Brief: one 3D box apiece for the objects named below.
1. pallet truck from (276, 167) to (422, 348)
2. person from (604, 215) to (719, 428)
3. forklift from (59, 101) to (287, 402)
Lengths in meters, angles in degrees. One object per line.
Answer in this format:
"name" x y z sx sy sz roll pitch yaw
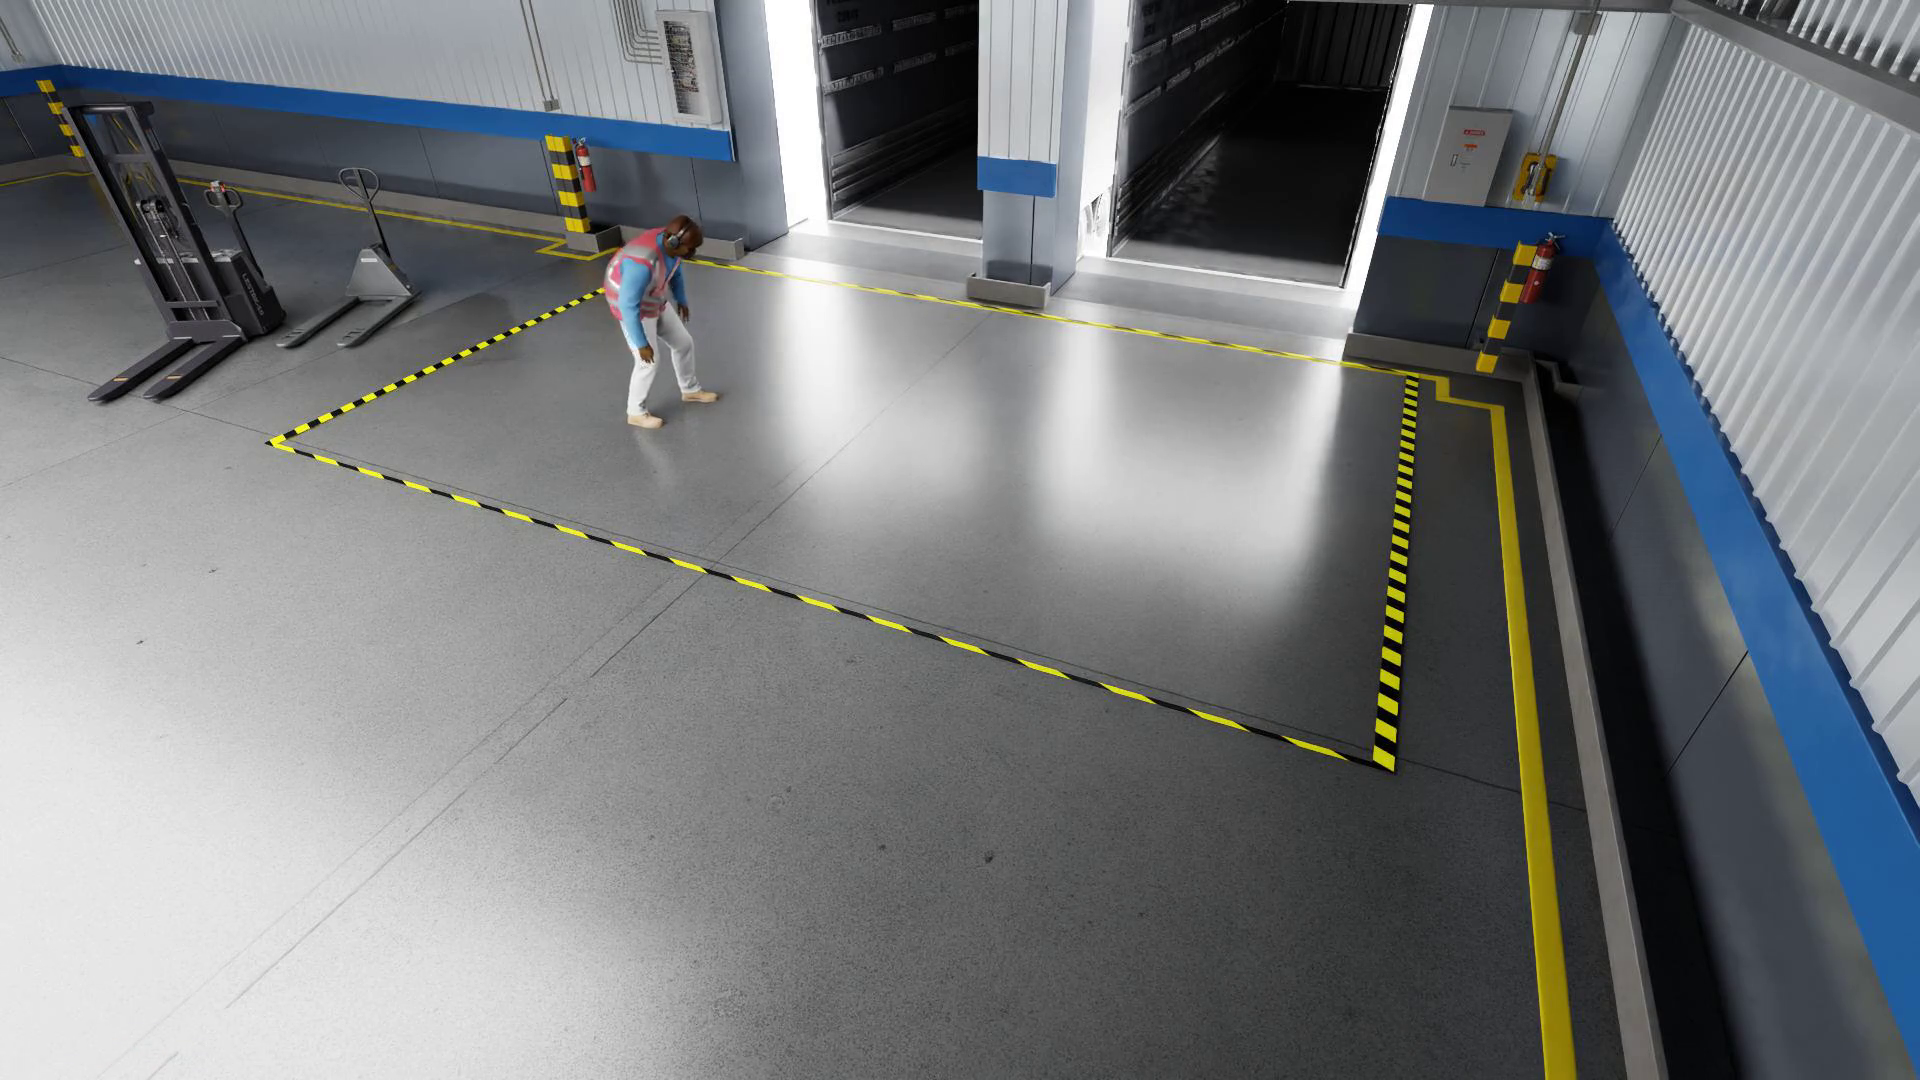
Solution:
"pallet truck" -5.732 -2.611 8.414 0.680 1.201 1.601 -1 35 -1
"person" -2.133 -1.597 6.697 0.790 1.562 0.807 6 35 8
"forklift" -6.686 -2.387 7.434 0.823 1.965 1.885 -3 35 -5
